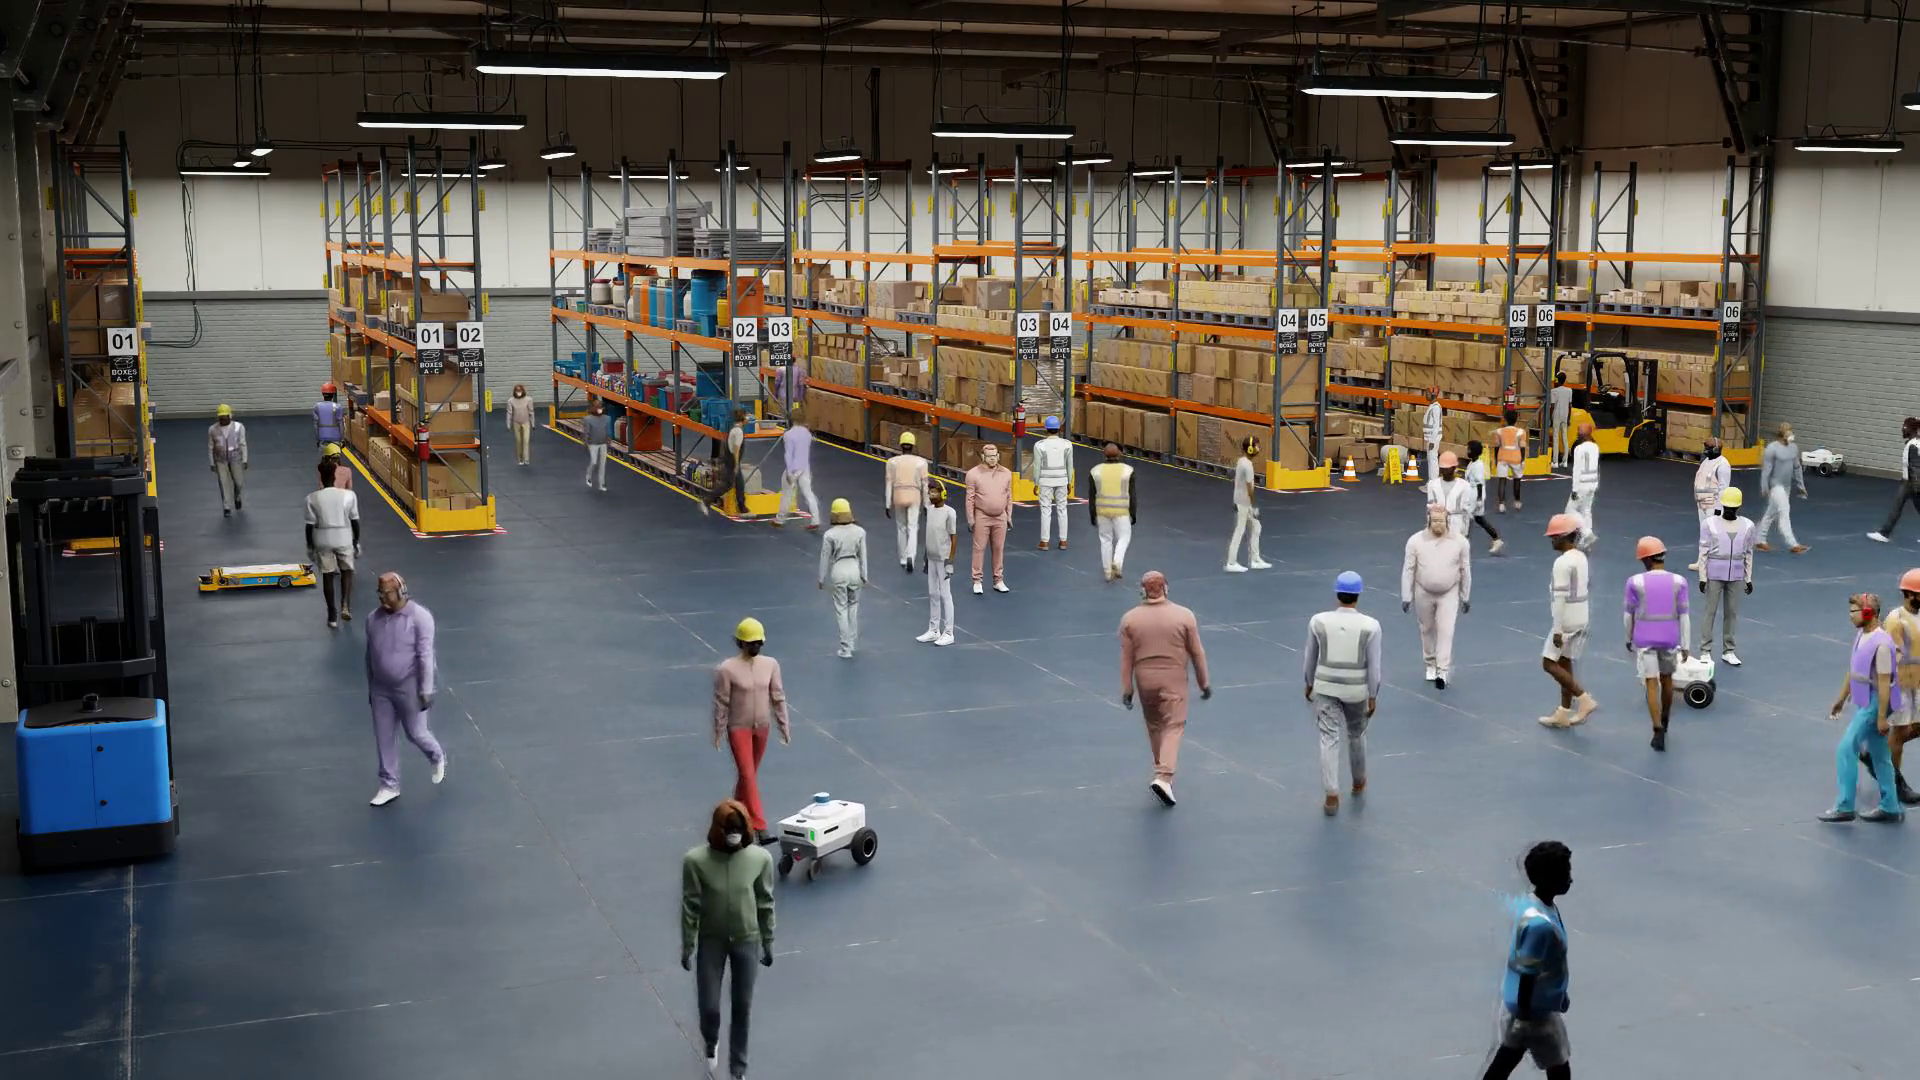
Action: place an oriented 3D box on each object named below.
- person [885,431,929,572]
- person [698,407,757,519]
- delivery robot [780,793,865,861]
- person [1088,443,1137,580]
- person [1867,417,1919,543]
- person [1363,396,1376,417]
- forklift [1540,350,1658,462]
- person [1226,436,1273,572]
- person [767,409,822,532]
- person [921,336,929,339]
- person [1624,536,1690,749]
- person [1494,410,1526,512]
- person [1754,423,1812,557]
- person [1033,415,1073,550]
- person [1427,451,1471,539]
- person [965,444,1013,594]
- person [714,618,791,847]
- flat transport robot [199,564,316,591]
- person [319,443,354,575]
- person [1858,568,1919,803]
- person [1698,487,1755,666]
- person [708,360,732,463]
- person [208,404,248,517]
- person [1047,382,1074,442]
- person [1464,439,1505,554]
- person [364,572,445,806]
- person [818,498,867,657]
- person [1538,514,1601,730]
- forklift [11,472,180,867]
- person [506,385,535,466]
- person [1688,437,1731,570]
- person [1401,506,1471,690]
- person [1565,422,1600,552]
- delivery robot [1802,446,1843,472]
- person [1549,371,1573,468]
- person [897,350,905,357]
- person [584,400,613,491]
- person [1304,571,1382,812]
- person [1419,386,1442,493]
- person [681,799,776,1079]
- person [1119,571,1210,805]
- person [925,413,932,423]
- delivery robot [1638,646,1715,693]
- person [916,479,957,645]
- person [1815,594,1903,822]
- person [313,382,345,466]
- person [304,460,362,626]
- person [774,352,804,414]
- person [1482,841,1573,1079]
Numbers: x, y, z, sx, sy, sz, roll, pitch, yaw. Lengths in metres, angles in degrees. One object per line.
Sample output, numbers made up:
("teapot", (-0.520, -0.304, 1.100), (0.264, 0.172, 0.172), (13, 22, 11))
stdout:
("person", (-0.724, -0.533, 28.599), (0.589, 1.890, 0.892), (0, 9, 2))
("person", (-3.729, -1.222, 33.478), (0.898, 1.803, 0.546), (-2, 9, -11))
("delivery robot", (-1.005, 2.093, 15.311), (0.477, 0.478, 0.707), (5, 10, 32))
("person", (2.003, -0.362, 27.606), (0.649, 1.829, 0.538), (2, 9, 11))
("person", (14.067, -0.884, 30.998), (1.012, 1.864, 0.618), (5, 10, 29))
("person", (9.695, -3.670, 49.417), (0.588, 1.905, 0.428), (1, 9, 5))
("forklift", (12.897, -2.725, 42.309), (2.313, 2.155, 1.214), (-3, 9, -21))
("person", (3.973, -0.482, 28.359), (0.778, 1.839, 0.570), (0, 9, 1))
("person", (-2.511, -1.064, 32.140), (1.043, 1.884, 0.654), (7, 11, 37))
("person", (-0.908, -4.434, 54.805), (0.423, 1.813, 0.612), (0, 9, -2))
("person", (6.315, 0.897, 19.075), (0.552, 1.875, 0.929), (1, 9, 3))
("person", (9.054, -1.304, 34.425), (0.546, 1.660, 0.832), (4, 10, 27))
("person", (11.755, -0.723, 29.811), (0.648, 1.883, 1.006), (-6, 10, -35))
("person", (1.345, -0.830, 30.340), (0.605, 1.951, 0.382), (-2, 9, -14))
("person", (6.029, -0.146, 25.888), (0.543, 1.923, 0.444), (4, 10, 26))
("person", (0.386, -0.272, 26.767), (0.650, 1.907, 0.409), (-3, 9, -22))
("person", (-1.552, 1.447, 15.895), (0.549, 1.714, 0.892), (-6, 10, -35))
("flat transport robot", (-9.181, 0.476, 27.349), (1.431, 0.197, 0.652), (-3, 9, -21))
("person", (-8.405, -0.416, 28.191), (0.315, 1.769, 0.523), (6, 10, 34))
("person", (7.684, 1.164, 17.135), (0.551, 1.921, 0.552), (-6, 11, -36))
("person", (8.181, 0.382, 22.360), (0.585, 1.921, 0.383), (0, 9, 0))
("person", (-4.799, -2.540, 41.583), (0.672, 2.000, 0.536), (-7, 11, -38))
("person", (-11.874, -1.308, 33.949), (0.614, 1.819, 0.523), (-3, 9, -17))
("person", (1.880, -2.173, 39.825), (0.595, 1.798, 0.889), (-2, 9, -14))
("person", (7.382, -0.610, 29.835), (0.844, 1.662, 0.538), (1, 9, 6))
("person", (-4.562, 1.184, 17.107), (0.652, 1.888, 0.725), (2, 9, 16))
("person", (-1.314, 0.396, 22.871), (0.511, 1.722, 0.636), (-4, 9, -25))
("person", (5.658, 0.769, 19.483), (0.550, 2.018, 0.624), (7, 11, 38))
("forklift", (-6.630, 0.886, 15.957), (1.129, 2.768, 1.873), (-3, 9, -21))
("person", (-8.568, -2.222, 40.782), (0.529, 1.588, 0.828), (-1, 9, -7))
("person", (10.147, -0.473, 28.323), (0.429, 1.844, 0.622), (-1, 9, -5))
("person", (4.832, 0.580, 21.268), (0.699, 1.848, 1.025), (3, 9, 16))
("person", (8.964, -0.759, 30.114), (0.605, 1.871, 0.419), (-8, 12, -42))
("delivery robot", (16.262, -1.533, 39.492), (0.477, 0.478, 0.707), (-5, 10, -31))
("person", (11.632, -2.338, 40.659), (0.514, 1.873, 0.329), (-3, 9, -18))
("person", (-1.373, -3.430, 48.047), (0.627, 1.840, 0.429), (1, 9, 6))
("person", (-6.414, -1.678, 37.074), (0.513, 1.621, 0.408), (-6, 10, -34))
("person", (3.108, 1.190, 17.005), (0.623, 1.900, 0.949), (2, 9, 15))
("person", (8.303, -1.775, 36.866), (0.356, 1.883, 0.574), (1, 9, 5))
("person", (-1.256, 2.181, 11.332), (0.525, 1.620, 0.421), (-2, 9, -14))
("person", (1.653, 1.193, 17.167), (0.723, 1.858, 0.925), (3, 9, 18))
("person", (-0.755, -3.639, 49.014), (0.656, 1.972, 0.623), (-2, 9, -15))
("delivery robot", (7.065, 1.291, 20.664), (0.707, 0.478, 0.477), (4, 9, 23))
("person", (-0.253, 0.239, 23.506), (0.328, 1.865, 0.508), (-7, 11, -40))
("person", (7.065, 1.323, 16.468), (0.805, 1.801, 0.578), (2, 9, 12))
("person", (-11.088, -1.801, 36.860), (0.545, 1.939, 0.354), (0, 9, 2))
("person", (-7.363, 0.030, 24.596), (0.647, 1.948, 0.427), (-3, 9, -22))
("person", (-3.704, -3.124, 45.544), (0.605, 1.993, 1.075), (-3, 9, -22))
("person", (2.946, 2.304, 10.393), (0.848, 1.652, 0.563), (2, 9, 14))
